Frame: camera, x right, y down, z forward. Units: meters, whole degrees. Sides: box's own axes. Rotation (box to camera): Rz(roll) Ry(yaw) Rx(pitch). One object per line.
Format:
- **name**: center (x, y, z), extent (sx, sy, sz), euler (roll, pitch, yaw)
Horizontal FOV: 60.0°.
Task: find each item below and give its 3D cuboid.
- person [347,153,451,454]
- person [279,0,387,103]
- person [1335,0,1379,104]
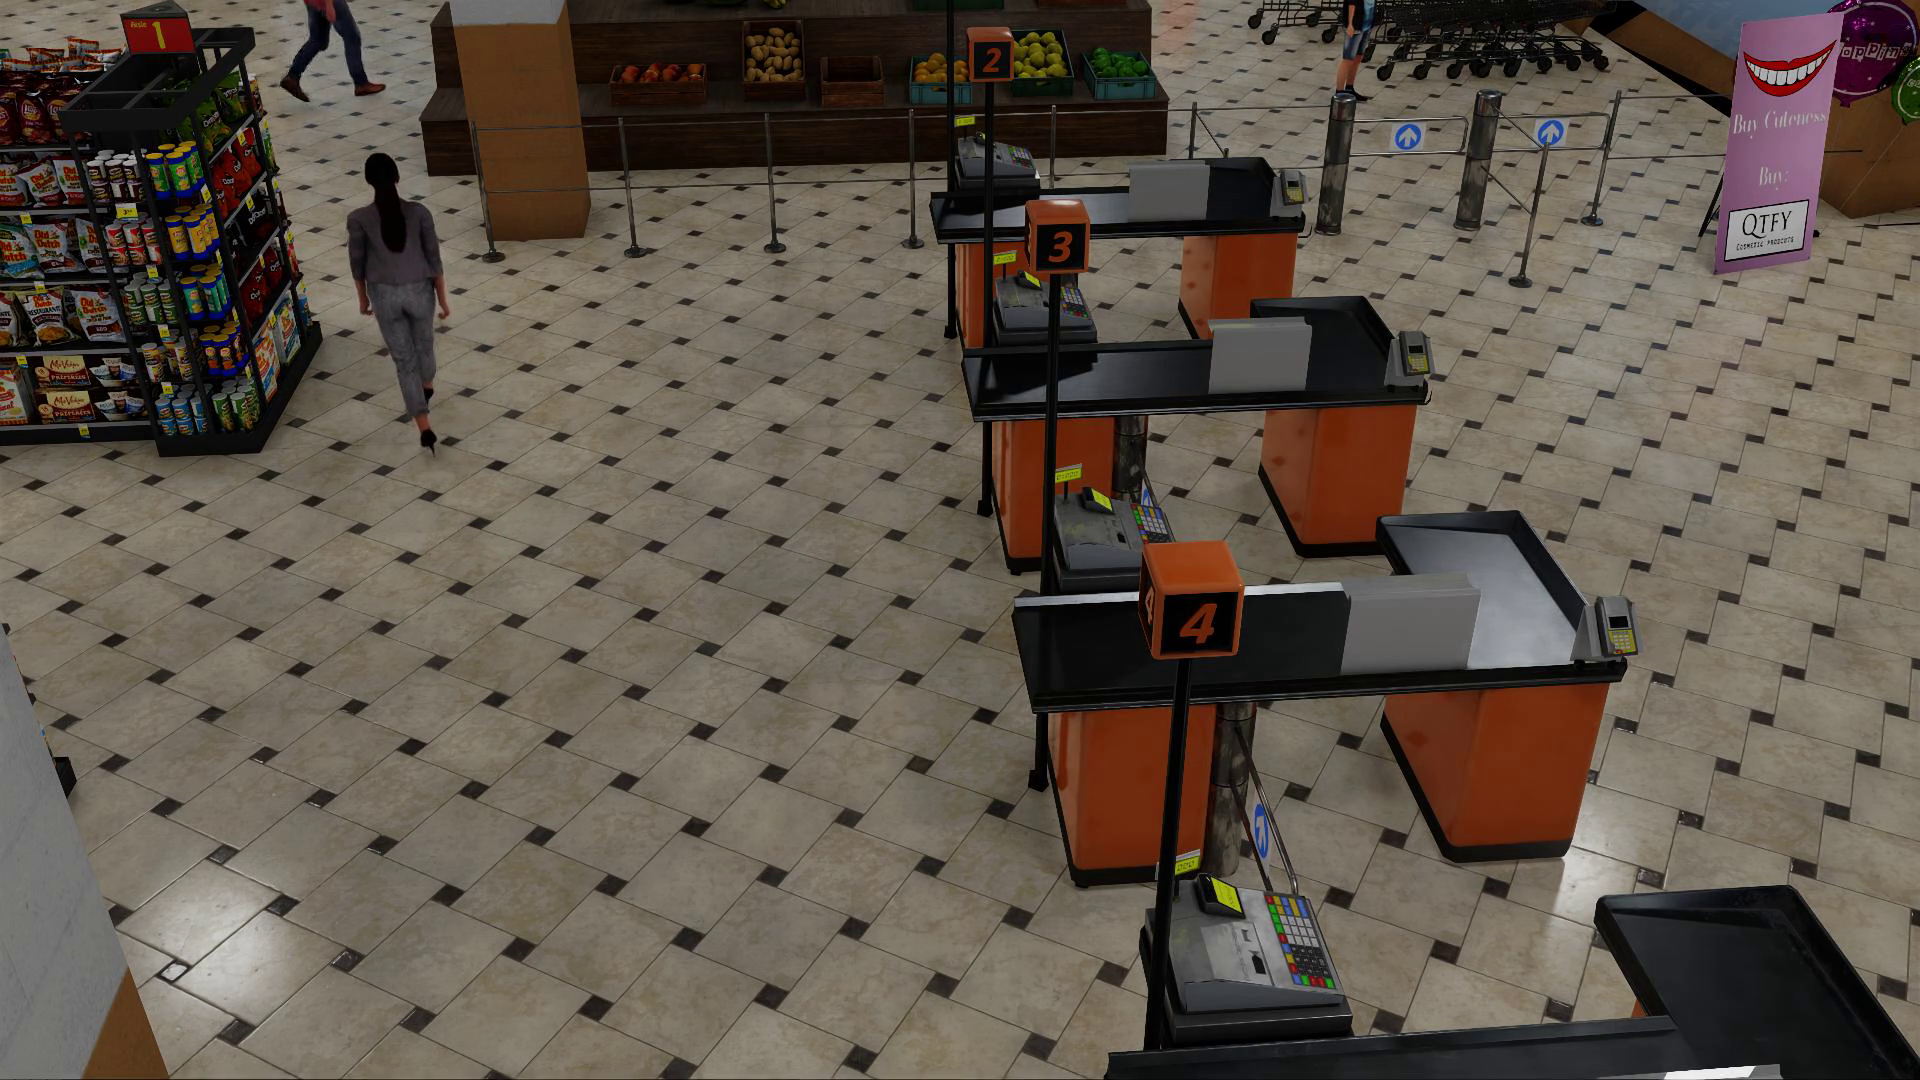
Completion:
- **person**: center (-3.050, -1.248, 9.132), extent (1.104, 1.621, 0.901), euler (-12, 34, -18)
- **person**: center (-5.654, -4.715, 14.535), extent (1.246, 1.800, 1.136), euler (-27, 41, -36)
- **person**: center (3.508, -4.555, 14.612), extent (0.672, 1.446, 0.609), euler (24, 39, 34)
